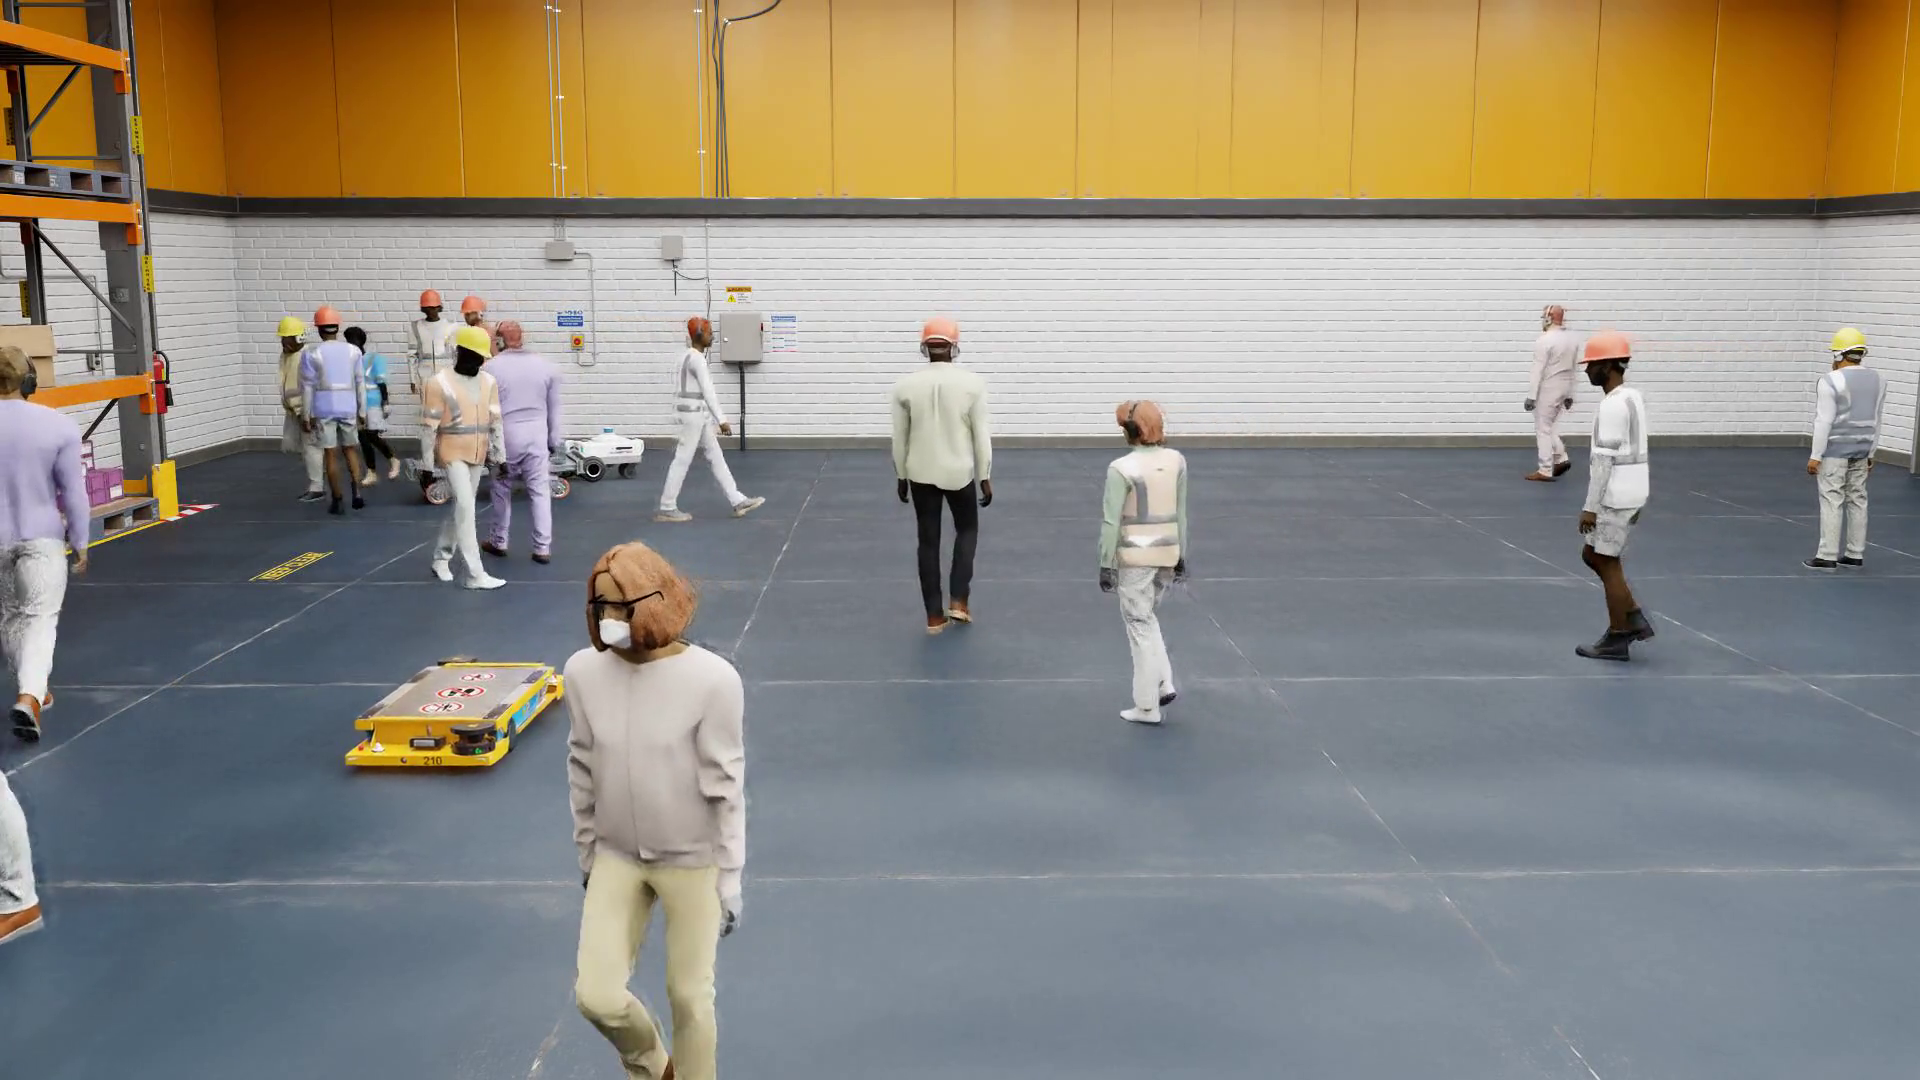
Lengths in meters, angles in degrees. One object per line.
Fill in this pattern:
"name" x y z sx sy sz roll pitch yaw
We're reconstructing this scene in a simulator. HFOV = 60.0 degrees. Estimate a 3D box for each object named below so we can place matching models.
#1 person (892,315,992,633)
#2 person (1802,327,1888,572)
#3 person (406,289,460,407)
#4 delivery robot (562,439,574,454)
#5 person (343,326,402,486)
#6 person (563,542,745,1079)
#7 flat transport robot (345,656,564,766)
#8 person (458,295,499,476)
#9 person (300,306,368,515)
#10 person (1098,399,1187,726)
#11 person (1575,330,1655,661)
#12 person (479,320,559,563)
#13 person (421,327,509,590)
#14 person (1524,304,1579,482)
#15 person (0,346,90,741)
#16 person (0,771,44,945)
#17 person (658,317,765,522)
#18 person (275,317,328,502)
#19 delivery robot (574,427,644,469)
"person" -0.103 -0.415 10.442 0.652 1.975 0.548 2 9 10
"person" 6.609 -0.672 12.469 0.597 1.831 0.403 -3 10 -17
"person" -6.174 -1.923 19.562 0.611 2.030 0.409 -2 9 -12
"delivery robot" -4.517 -0.960 17.853 0.707 0.478 0.477 0 9 1
"person" -6.188 -1.393 17.363 0.560 1.672 0.440 4 10 22
"person" -0.744 0.806 4.062 0.509 1.616 0.351 2 10 13
"flat transport robot" -2.419 0.815 8.125 0.652 0.197 1.431 0 9 1
"person" -5.226 -1.674 18.162 0.643 1.976 0.440 8 12 40
"person" -5.789 -1.190 15.375 0.562 1.920 0.427 -7 12 -38
"person" 0.903 0.113 8.273 0.536 1.620 0.400 -8 12 -39
"person" 3.755 -0.252 9.639 0.440 1.914 0.585 5 10 28
"person" -3.477 -0.770 12.963 0.684 1.860 0.915 -7 12 -37
"person" -3.575 -0.598 11.950 0.863 1.867 0.589 5 11 28
"person" 6.265 -1.560 17.740 0.649 1.895 0.434 -8 12 -42
"person" -4.599 0.009 8.114 0.628 1.906 0.962 -3 10 -16
"person" -3.436 0.469 5.272 0.649 1.897 0.950 5 11 30
"person" -2.273 -1.075 14.936 0.993 1.824 0.574 -2 9 -10
"person" -6.402 -1.268 16.189 0.604 1.806 0.457 6 11 32
"delivery robot" -3.781 -0.972 17.927 0.707 0.478 0.477 -4 10 -25
